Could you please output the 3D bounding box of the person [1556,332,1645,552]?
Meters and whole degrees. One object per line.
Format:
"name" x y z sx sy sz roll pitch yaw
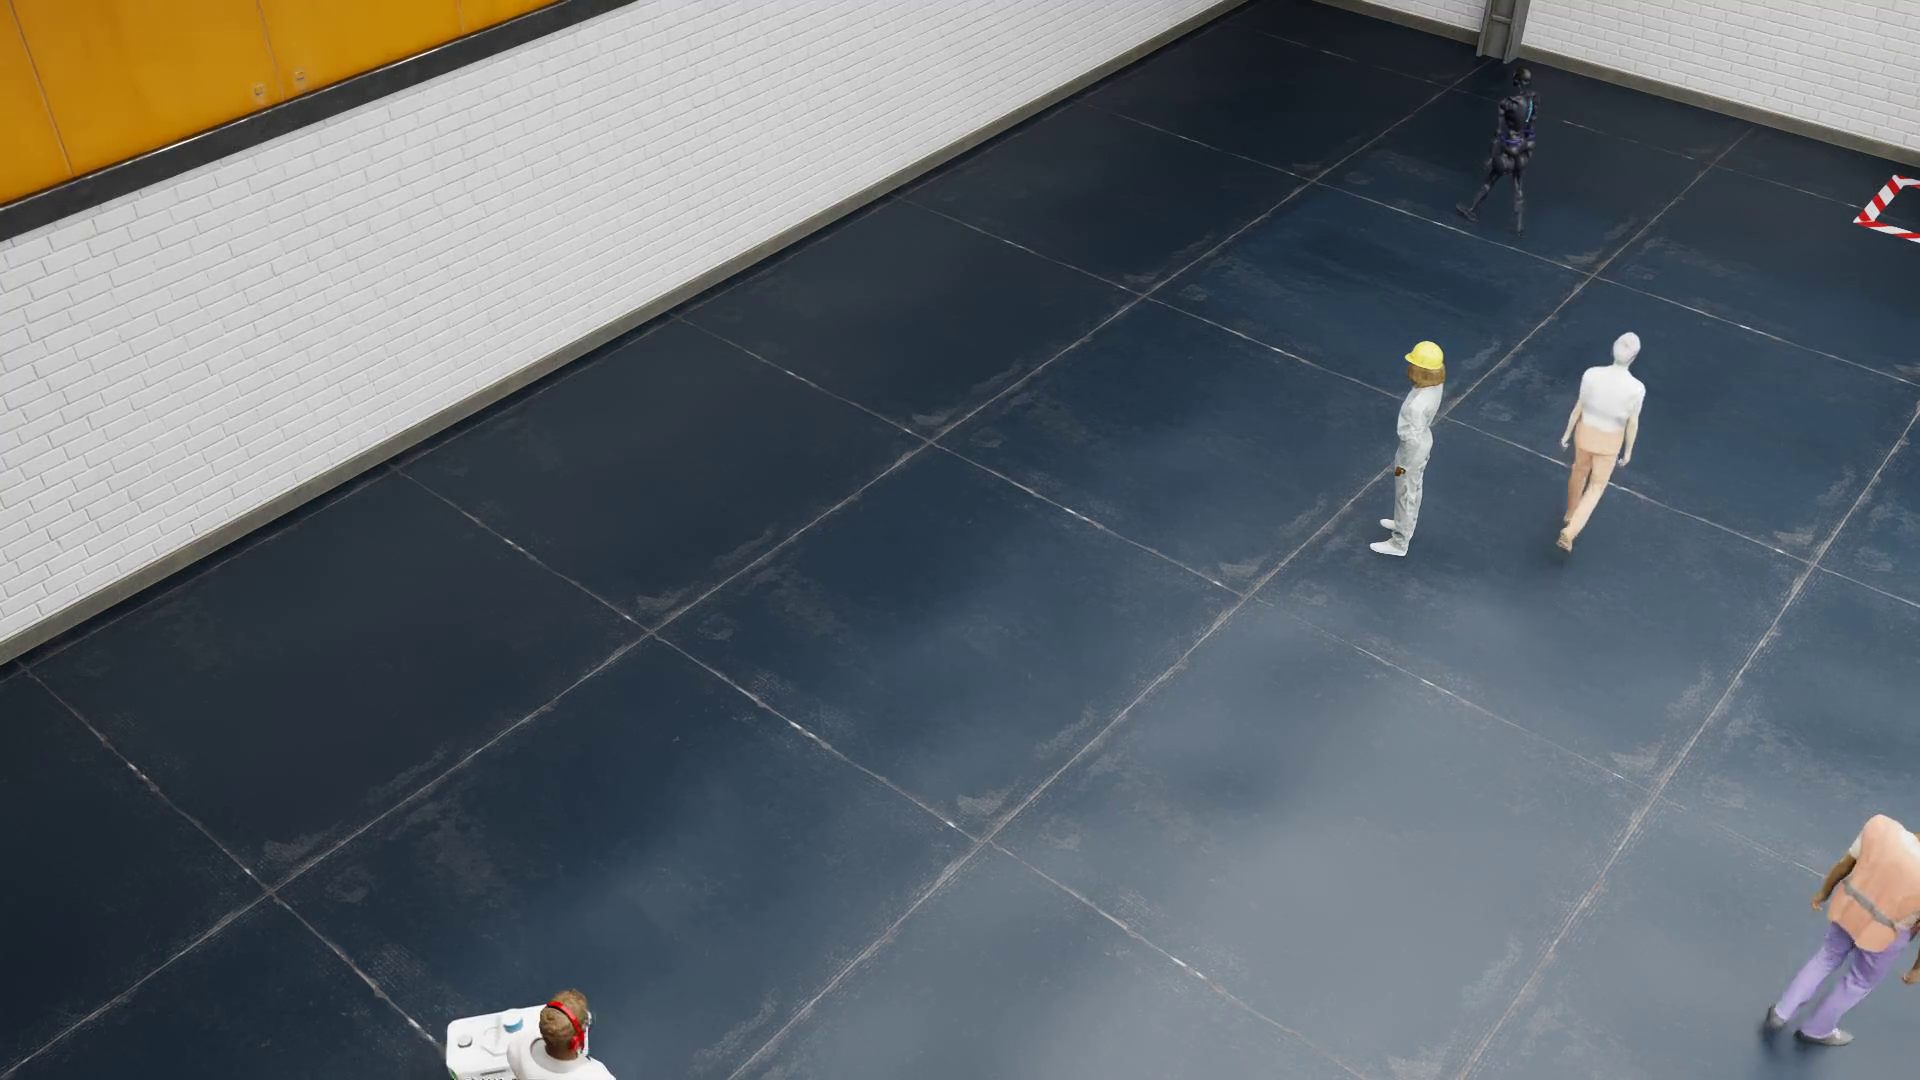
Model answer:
"person" 4.593 -0.712 12.016 0.485 1.726 0.722 27 46 29

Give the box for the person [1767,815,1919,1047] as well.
"person" 4.688 2.007 8.572 0.489 1.812 0.603 -16 42 -19

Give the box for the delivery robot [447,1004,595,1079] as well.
"delivery robot" -2.296 2.678 8.731 0.793 0.590 0.499 -7 39 -9

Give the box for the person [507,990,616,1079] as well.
"person" -1.745 2.736 7.648 0.566 1.832 0.409 17 42 20

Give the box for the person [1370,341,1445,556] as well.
"person" 3.223 -0.660 11.930 0.314 1.742 0.491 17 42 20

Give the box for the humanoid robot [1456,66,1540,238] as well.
"humanoid robot" 5.214 -3.719 15.806 0.601 1.621 0.759 -22 44 -25
